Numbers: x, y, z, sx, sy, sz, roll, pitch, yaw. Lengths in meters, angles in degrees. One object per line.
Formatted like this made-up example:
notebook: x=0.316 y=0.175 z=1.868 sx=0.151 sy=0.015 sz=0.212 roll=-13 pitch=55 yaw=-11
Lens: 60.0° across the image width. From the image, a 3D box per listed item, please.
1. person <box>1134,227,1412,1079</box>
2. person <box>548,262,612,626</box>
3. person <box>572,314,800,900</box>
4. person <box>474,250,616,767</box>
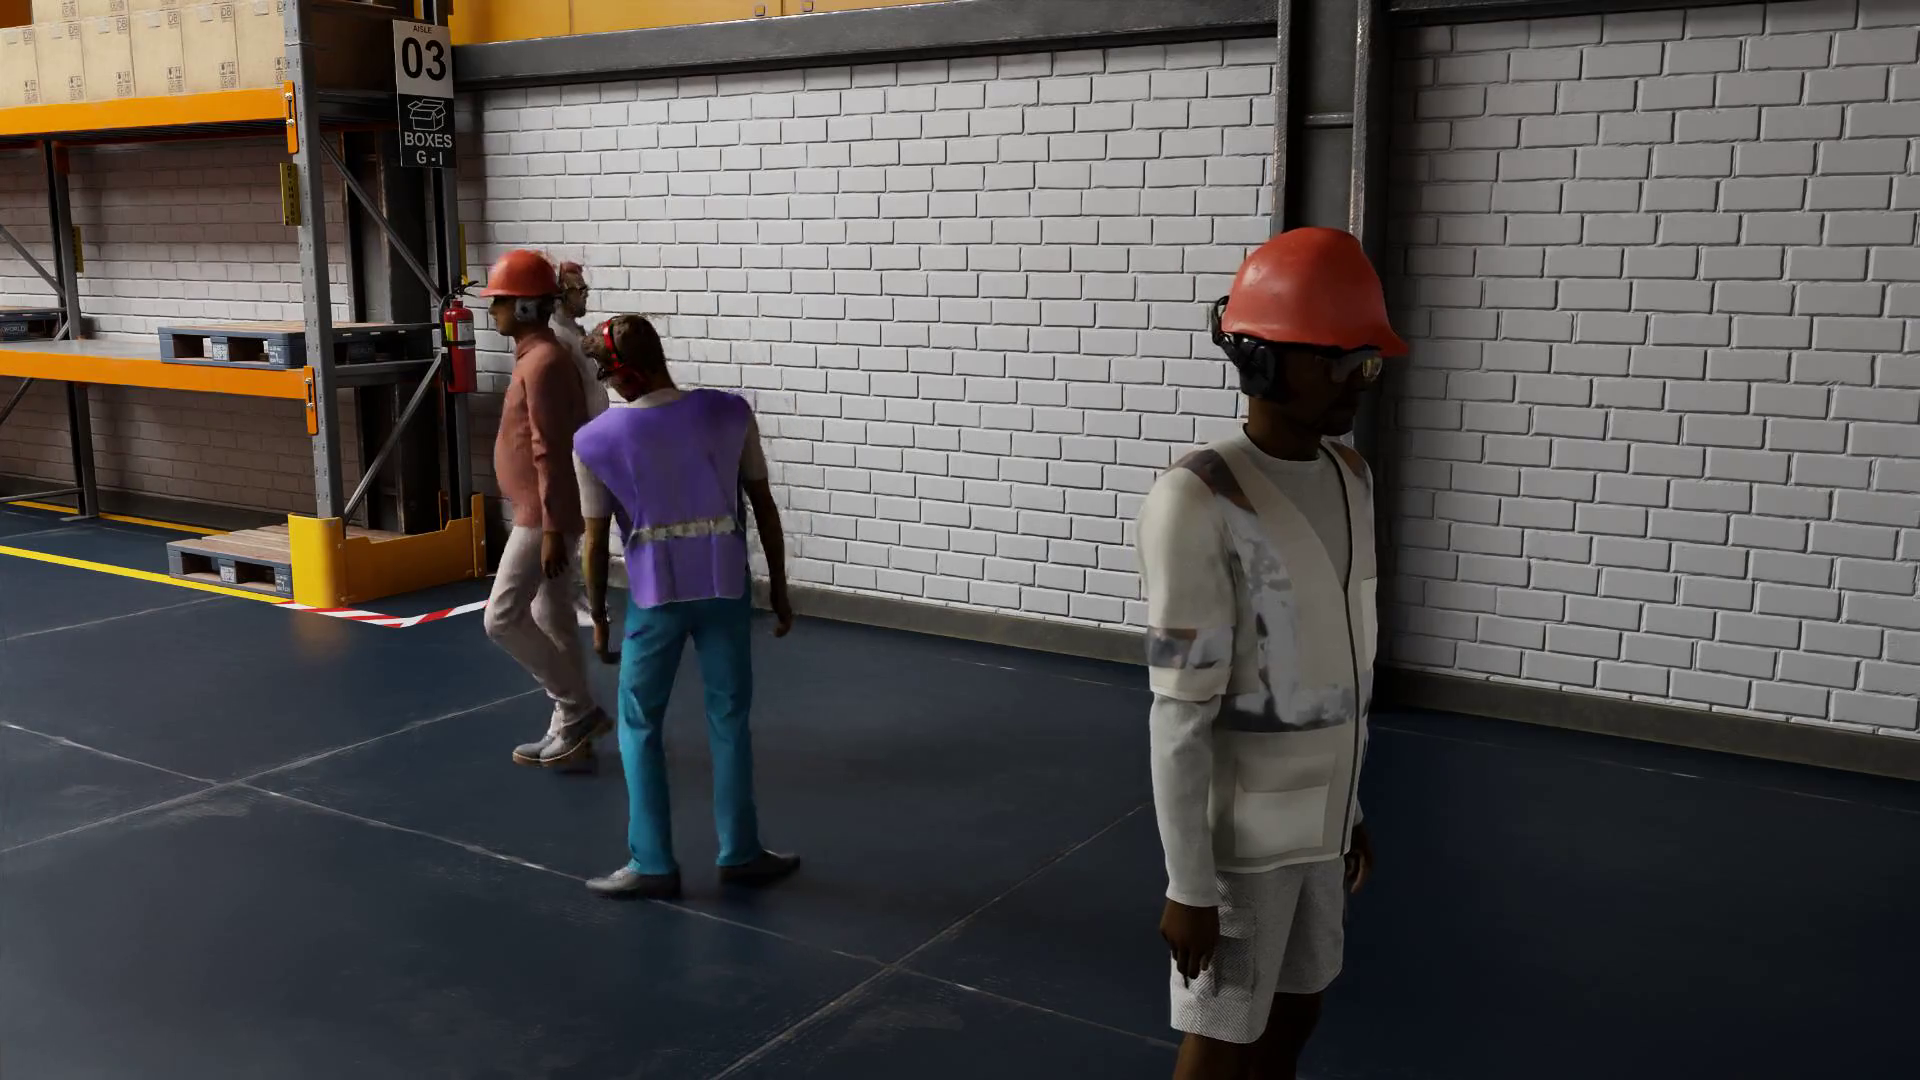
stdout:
person: x=0.561 y=0.494 z=2.892 sx=0.381 sy=2.040 sz=0.615 roll=9 pitch=13 yaw=40
person: x=-2.056 y=-0.505 z=8.799 sx=0.410 sy=1.909 sz=0.643 roll=-2 pitch=10 yaw=-12
person: x=-0.816 y=0.213 z=5.130 sx=0.693 sy=1.803 sz=0.395 roll=-3 pitch=11 yaw=-15
person: x=-1.607 y=-0.094 z=6.299 sx=0.435 sy=1.979 sz=0.653 roll=-2 pitch=10 yaw=-12
